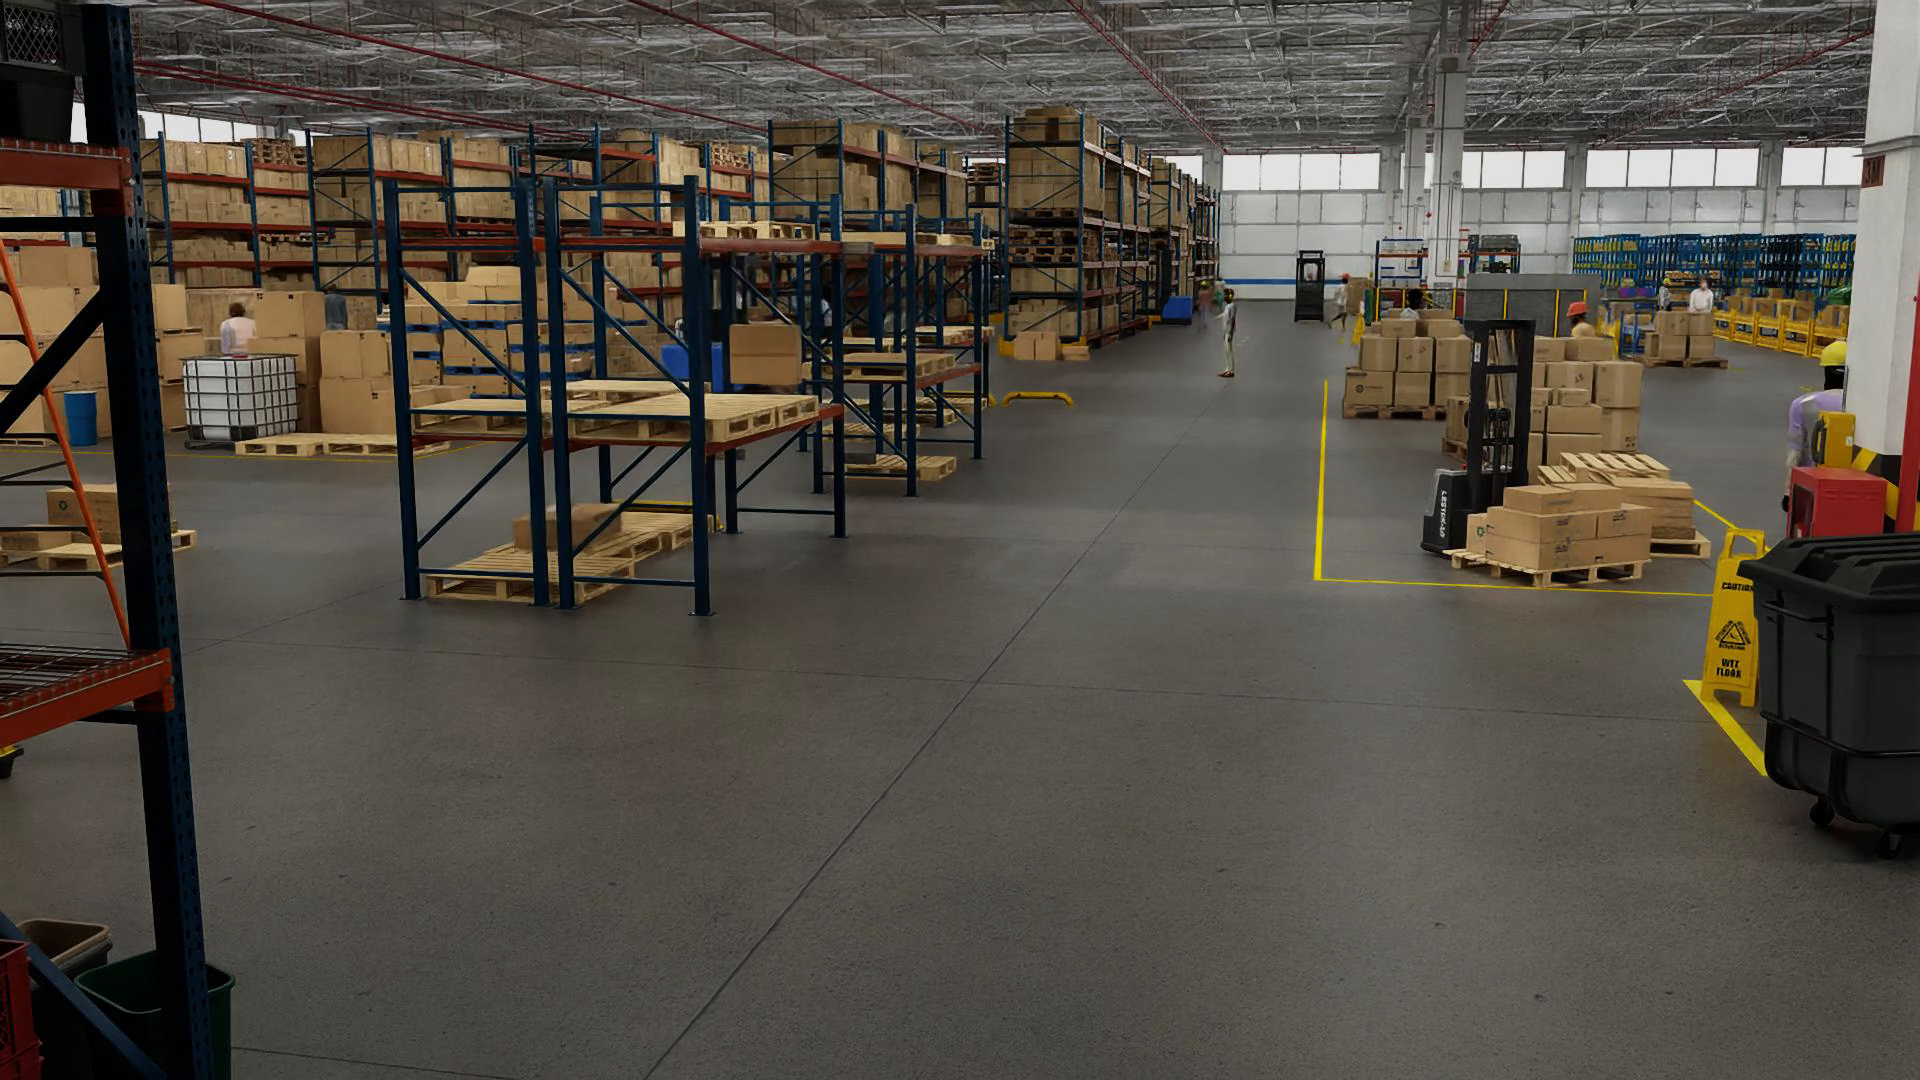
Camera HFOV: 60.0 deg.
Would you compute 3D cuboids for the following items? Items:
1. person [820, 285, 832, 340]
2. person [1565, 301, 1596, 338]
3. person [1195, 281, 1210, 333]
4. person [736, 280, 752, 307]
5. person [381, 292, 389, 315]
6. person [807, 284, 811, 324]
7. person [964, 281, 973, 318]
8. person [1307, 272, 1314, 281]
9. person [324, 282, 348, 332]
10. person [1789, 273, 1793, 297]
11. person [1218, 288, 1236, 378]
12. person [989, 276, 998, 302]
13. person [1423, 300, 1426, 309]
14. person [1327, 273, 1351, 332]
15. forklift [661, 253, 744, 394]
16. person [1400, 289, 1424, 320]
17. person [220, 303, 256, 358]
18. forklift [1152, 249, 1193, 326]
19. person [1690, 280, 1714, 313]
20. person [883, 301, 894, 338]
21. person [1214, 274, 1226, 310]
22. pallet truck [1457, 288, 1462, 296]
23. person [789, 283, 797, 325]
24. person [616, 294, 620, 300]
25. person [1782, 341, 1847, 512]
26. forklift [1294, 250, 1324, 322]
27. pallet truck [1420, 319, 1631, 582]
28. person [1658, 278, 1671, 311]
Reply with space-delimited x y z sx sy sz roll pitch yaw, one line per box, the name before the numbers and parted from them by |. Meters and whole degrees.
person | -3.056 -4.850 37.874 0.838 1.892 0.602 8 12 39
person | 8.855 -2.411 23.431 0.869 1.898 0.588 9 13 44
person | 8.168 -7.851 56.056 0.532 1.748 0.610 -4 10 -20
person | -5.950 -6.140 45.352 0.552 1.936 0.359 2 10 13
person | -13.605 -5.046 39.598 0.319 1.694 0.532 -4 10 -22
person | -5.657 -9.156 64.145 0.497 1.626 0.287 0 10 -2
person | 0.320 -8.518 60.164 0.524 1.678 0.558 1 10 6
person | 19.174 -13.769 91.071 0.330 1.751 0.563 3 10 16
person | -14.452 -4.969 38.414 0.627 1.940 0.372 -1 10 -8
person | 39.858 -11.878 79.638 0.586 1.835 0.403 -4 10 -21
person | 5.622 -4.339 34.897 0.315 1.867 0.532 0 10 -3
person | 1.902 -14.315 94.221 0.612 1.798 0.848 -5 11 -25
person | 15.819 -7.803 56.131 0.283 1.626 0.496 -7 12 -35
person | 13.002 -8.117 56.838 0.702 2.017 0.605 2 10 12
forklift | -4.149 -3.593 27.481 1.129 2.768 1.873 2 10 12
person | 7.833 -3.373 28.906 0.379 1.959 0.604 6 11 31
person | -11.174 -2.761 25.754 0.918 1.802 0.636 9 13 43
forklift | 7.646 -9.320 61.395 1.873 2.768 1.129 2 10 11
person | 21.925 -6.751 49.212 0.634 1.866 0.992 3 10 20
person | -1.397 -4.187 34.714 0.671 1.613 0.522 -2 10 -12
person | 12.656 -12.063 80.987 0.547 1.743 0.596 3 10 15
pallet truck | 20.506 -9.785 68.819 0.653 1.274 1.630 2 10 12
person | -5.598 -7.893 56.461 0.379 1.679 0.557 -7 12 -36
person | -8.453 -5.245 40.961 0.524 1.632 0.314 0 10 0
person | 5.860 -0.371 11.219 0.587 1.928 0.363 2 10 9
forklift | 13.778 -10.002 65.433 1.129 2.768 1.873 2 10 12
pallet truck | 4.543 -0.757 13.299 0.823 1.965 1.885 -4 10 -22
person | 24.587 -8.230 58.091 0.403 1.817 0.606 6 11 31
